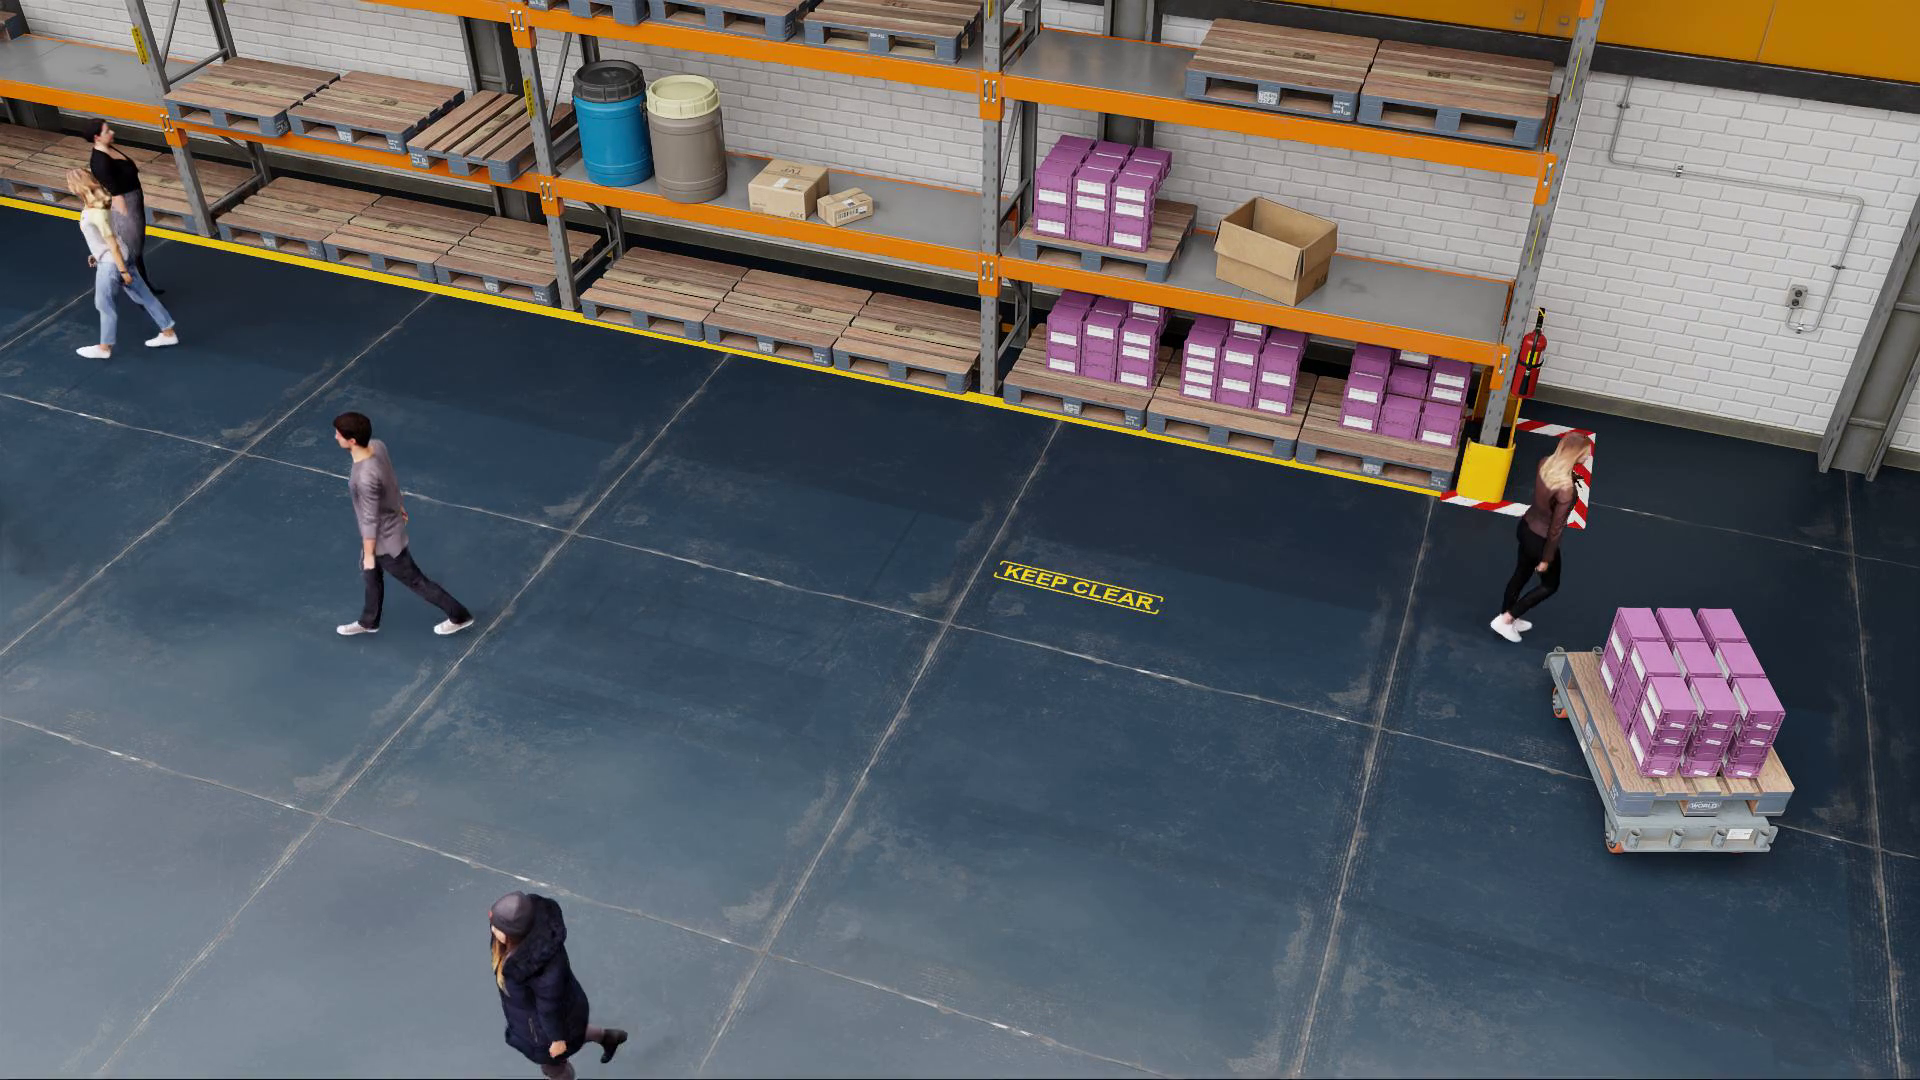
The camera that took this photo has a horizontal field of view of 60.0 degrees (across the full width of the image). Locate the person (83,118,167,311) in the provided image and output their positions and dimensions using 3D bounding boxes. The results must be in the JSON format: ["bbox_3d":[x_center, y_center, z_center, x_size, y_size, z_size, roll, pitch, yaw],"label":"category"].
[{"bbox_3d":[-7.336,-2.860,14.554,0.823,1.759,0.776,-13,40,-16],"label":"person"}]

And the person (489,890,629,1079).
[{"bbox_3d":[-1.968,2.270,8.206,0.961,1.664,0.928,-24,45,-27],"label":"person"}]

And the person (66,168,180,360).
[{"bbox_3d":[-6.976,-2.338,13.954,1.113,1.692,1.029,-15,41,-18],"label":"person"}]

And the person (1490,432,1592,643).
[{"bbox_3d":[3.764,-0.009,11.037,0.773,1.692,0.738,-5,39,-6],"label":"person"}]

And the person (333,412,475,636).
[{"bbox_3d":[-3.710,-0.048,10.994,1.272,1.808,1.089,-7,39,-9],"label":"person"}]
